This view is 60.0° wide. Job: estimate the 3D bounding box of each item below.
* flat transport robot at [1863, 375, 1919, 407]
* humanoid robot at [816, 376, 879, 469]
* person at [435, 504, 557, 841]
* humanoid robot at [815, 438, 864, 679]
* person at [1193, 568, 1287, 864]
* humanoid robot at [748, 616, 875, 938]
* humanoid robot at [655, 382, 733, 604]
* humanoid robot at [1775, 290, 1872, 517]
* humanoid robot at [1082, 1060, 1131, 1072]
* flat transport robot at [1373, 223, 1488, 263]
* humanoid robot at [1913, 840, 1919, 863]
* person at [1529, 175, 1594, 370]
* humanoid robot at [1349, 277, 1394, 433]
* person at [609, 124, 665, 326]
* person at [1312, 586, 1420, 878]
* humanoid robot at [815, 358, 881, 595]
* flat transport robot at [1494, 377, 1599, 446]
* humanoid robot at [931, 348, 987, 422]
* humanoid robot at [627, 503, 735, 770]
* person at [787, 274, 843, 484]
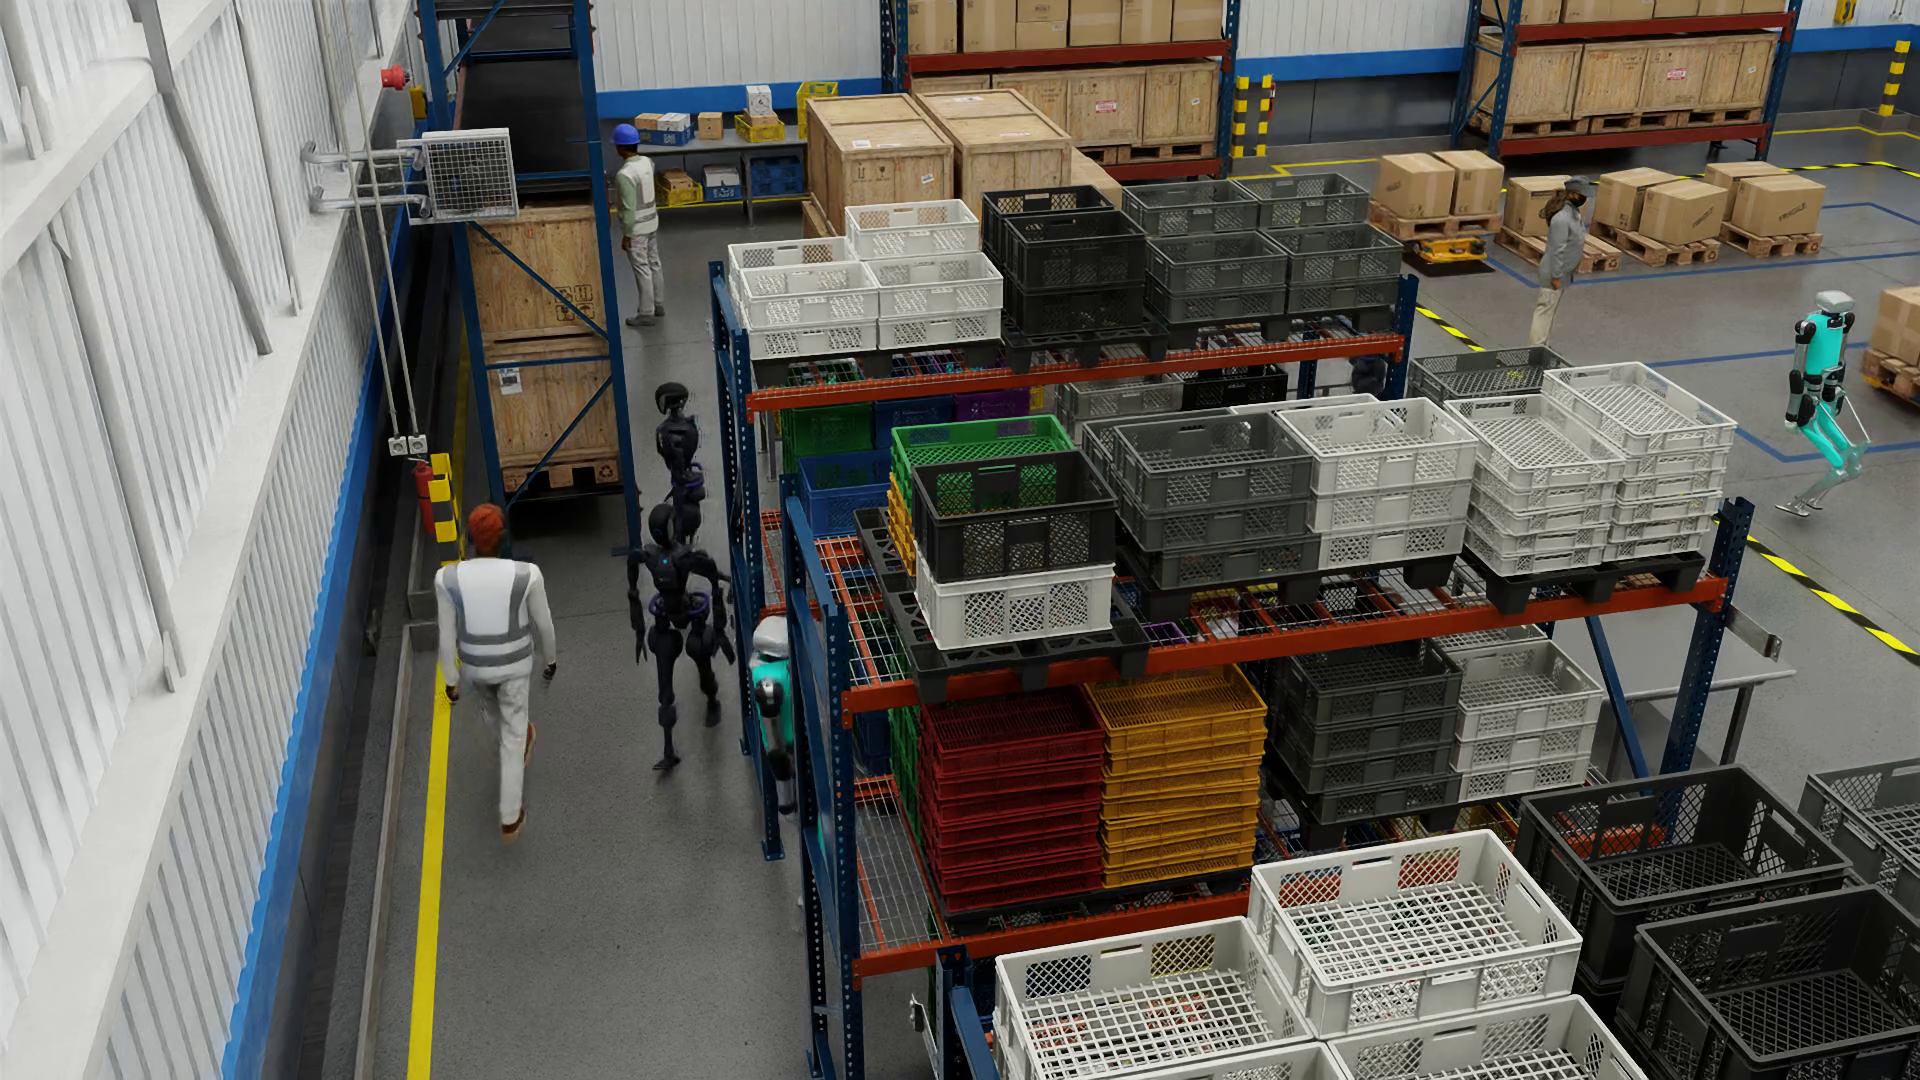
[{"bbox_3d":[8.593,-1.233,14.356,0.652,0.197,1.431,-6,28,-12],"label":"flat transport robot"},{"bbox_3d":[-0.917,-0.681,11.783,0.895,1.775,0.575,-22,35,-35],"label":"humanoid robot"},{"bbox_3d":[-2.505,0.661,9.119,0.583,1.822,0.999,-1,28,-2],"label":"person"},{"bbox_3d":[-0.742,0.145,10.261,0.340,1.650,0.602,-9,29,-16],"label":"humanoid robot"},{"bbox_3d":[1.471,0.925,8.612,0.590,1.834,0.404,4,28,7],"label":"person"},{"bbox_3d":[-0.664,1.186,8.232,0.672,1.796,0.558,1,28,1],"label":"humanoid robot"},{"bbox_3d":[-1.775,-0.303,11.118,0.581,1.636,0.593,-5,28,-9],"label":"humanoid robot"},{"bbox_3d":[6.374,-0.938,12.107,0.533,1.677,0.735,-14,31,-25],"label":"humanoid robot"},{"bbox_3d":[0.304,2.561,5.718,0.739,1.886,0.543,-11,30,-19],"label":"humanoid robot"},{"bbox_3d":[5.217,-3.401,18.469,0.652,0.197,1.431,-6,28,-12],"label":"flat transport robot"},{"bbox_3d":[4.316,1.682,7.385,0.628,1.643,0.576,1,28,1],"label":"humanoid robot"},{"bbox_3d":[5.413,-2.441,15.073,0.403,1.762,0.563,14,31,25],"label":"person"},{"bbox_3d":[3.154,-1.325,13.050,0.484,1.636,0.583,0,28,1],"label":"humanoid robot"},{"bbox_3d":[-3.100,-3.016,15.969,0.403,1.947,0.604,7,29,13],"label":"person"},{"bbox_3d":[2.064,1.064,8.354,0.623,1.838,0.431,-1,28,-1],"label":"person"},{"bbox_3d":[-0.600,-0.392,11.152,0.681,1.751,0.547,23,36,37],"label":"humanoid robot"},{"bbox_3d":[4.780,-1.036,14.013,0.659,0.231,1.431,-6,28,-12],"label":"flat transport robot"},{"bbox_3d":[0.115,-0.570,11.456,0.530,1.700,0.737,-12,30,-21],"label":"humanoid robot"},{"bbox_3d":[-1.600,0.519,9.611,0.603,1.619,0.821,2,28,4],"label":"humanoid robot"},{"bbox_3d":[-0.952,-0.928,11.907,0.606,2.044,0.371,20,34,34],"label":"person"}]
